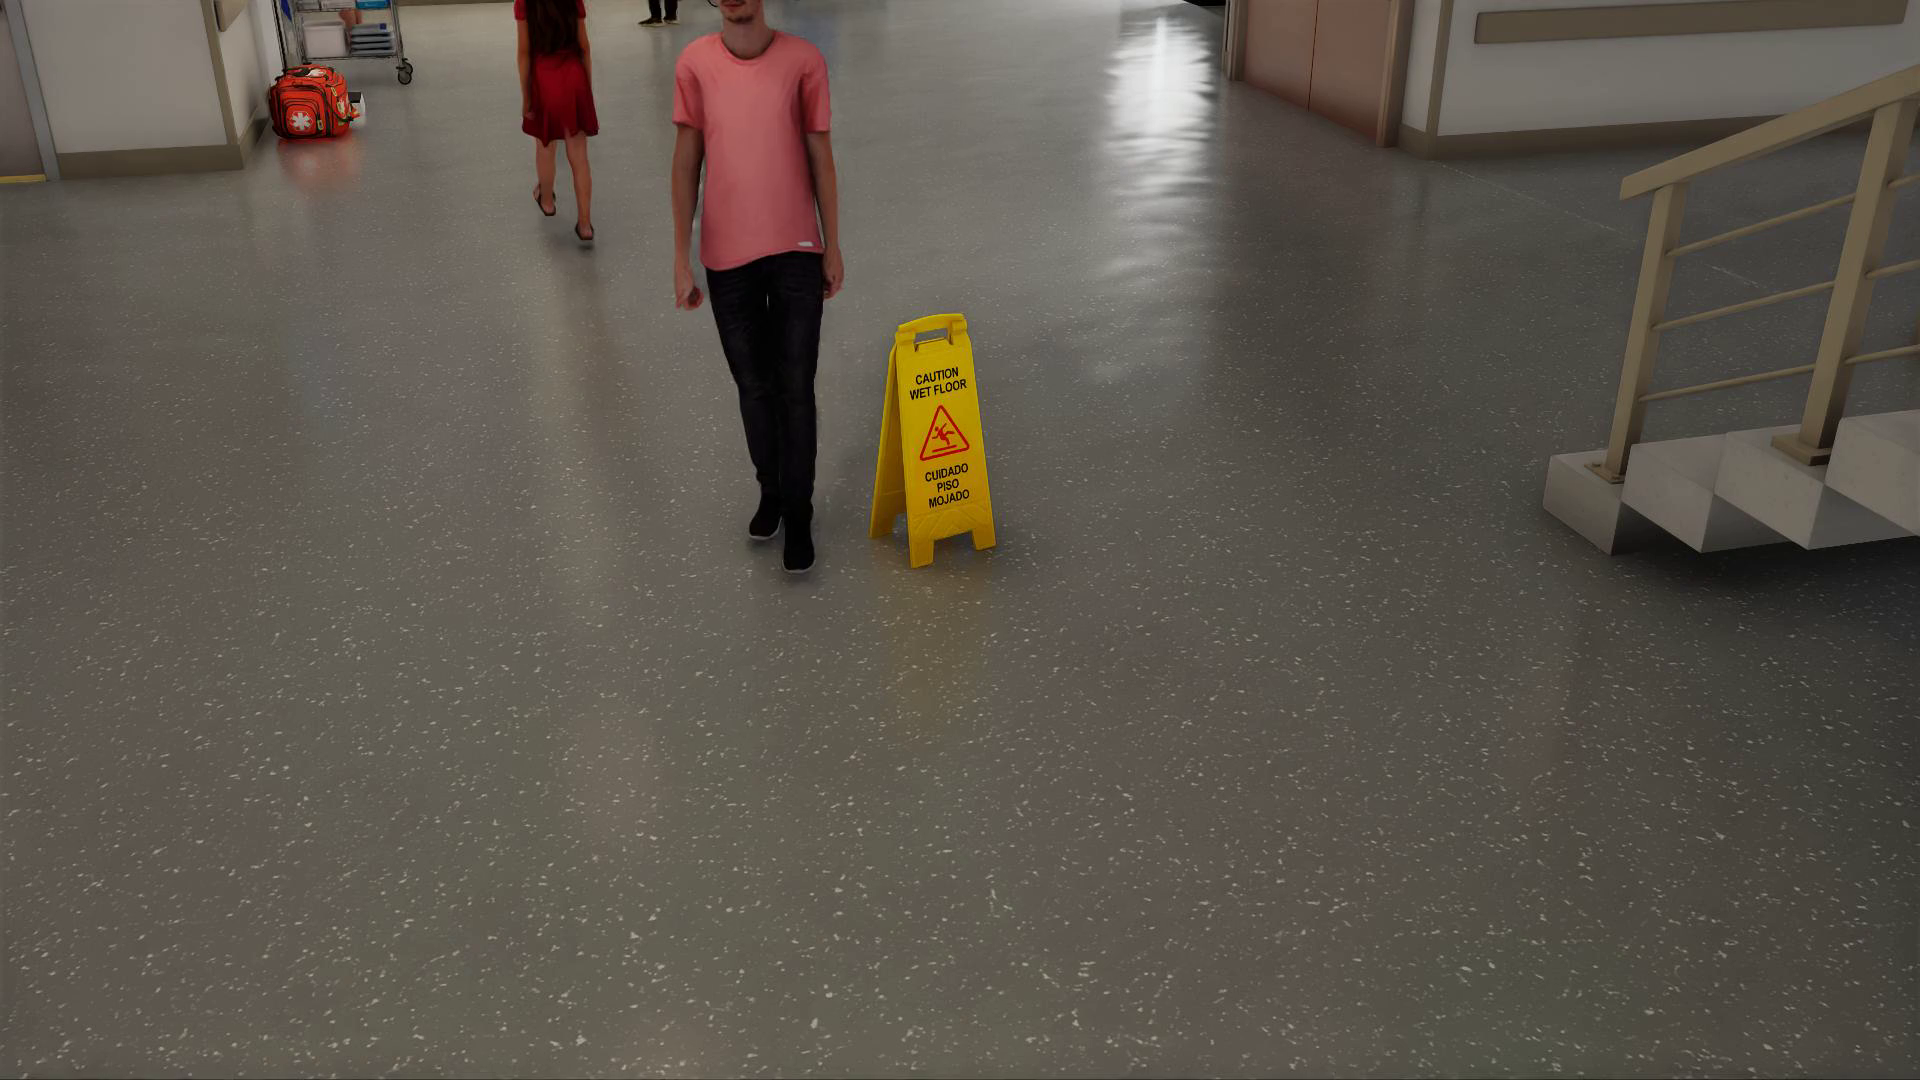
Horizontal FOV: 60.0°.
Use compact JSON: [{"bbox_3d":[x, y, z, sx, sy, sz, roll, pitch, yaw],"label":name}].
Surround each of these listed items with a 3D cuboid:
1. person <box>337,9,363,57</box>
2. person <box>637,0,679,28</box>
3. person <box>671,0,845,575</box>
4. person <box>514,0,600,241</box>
[{"bbox_3d":[-5.098,-4.823,13.682,0.855,1.658,0.871,-21,33,-37],"label":"person"},{"bbox_3d":[-2.798,-5.496,15.313,0.748,1.452,0.706,23,34,38],"label":"person"},{"bbox_3d":[-0.600,-0.913,5.253,0.807,1.937,0.917,2,26,5],"label":"person"},{"bbox_3d":[-2.064,-2.300,8.622,0.627,1.507,1.079,-10,27,-19],"label":"person"}]
